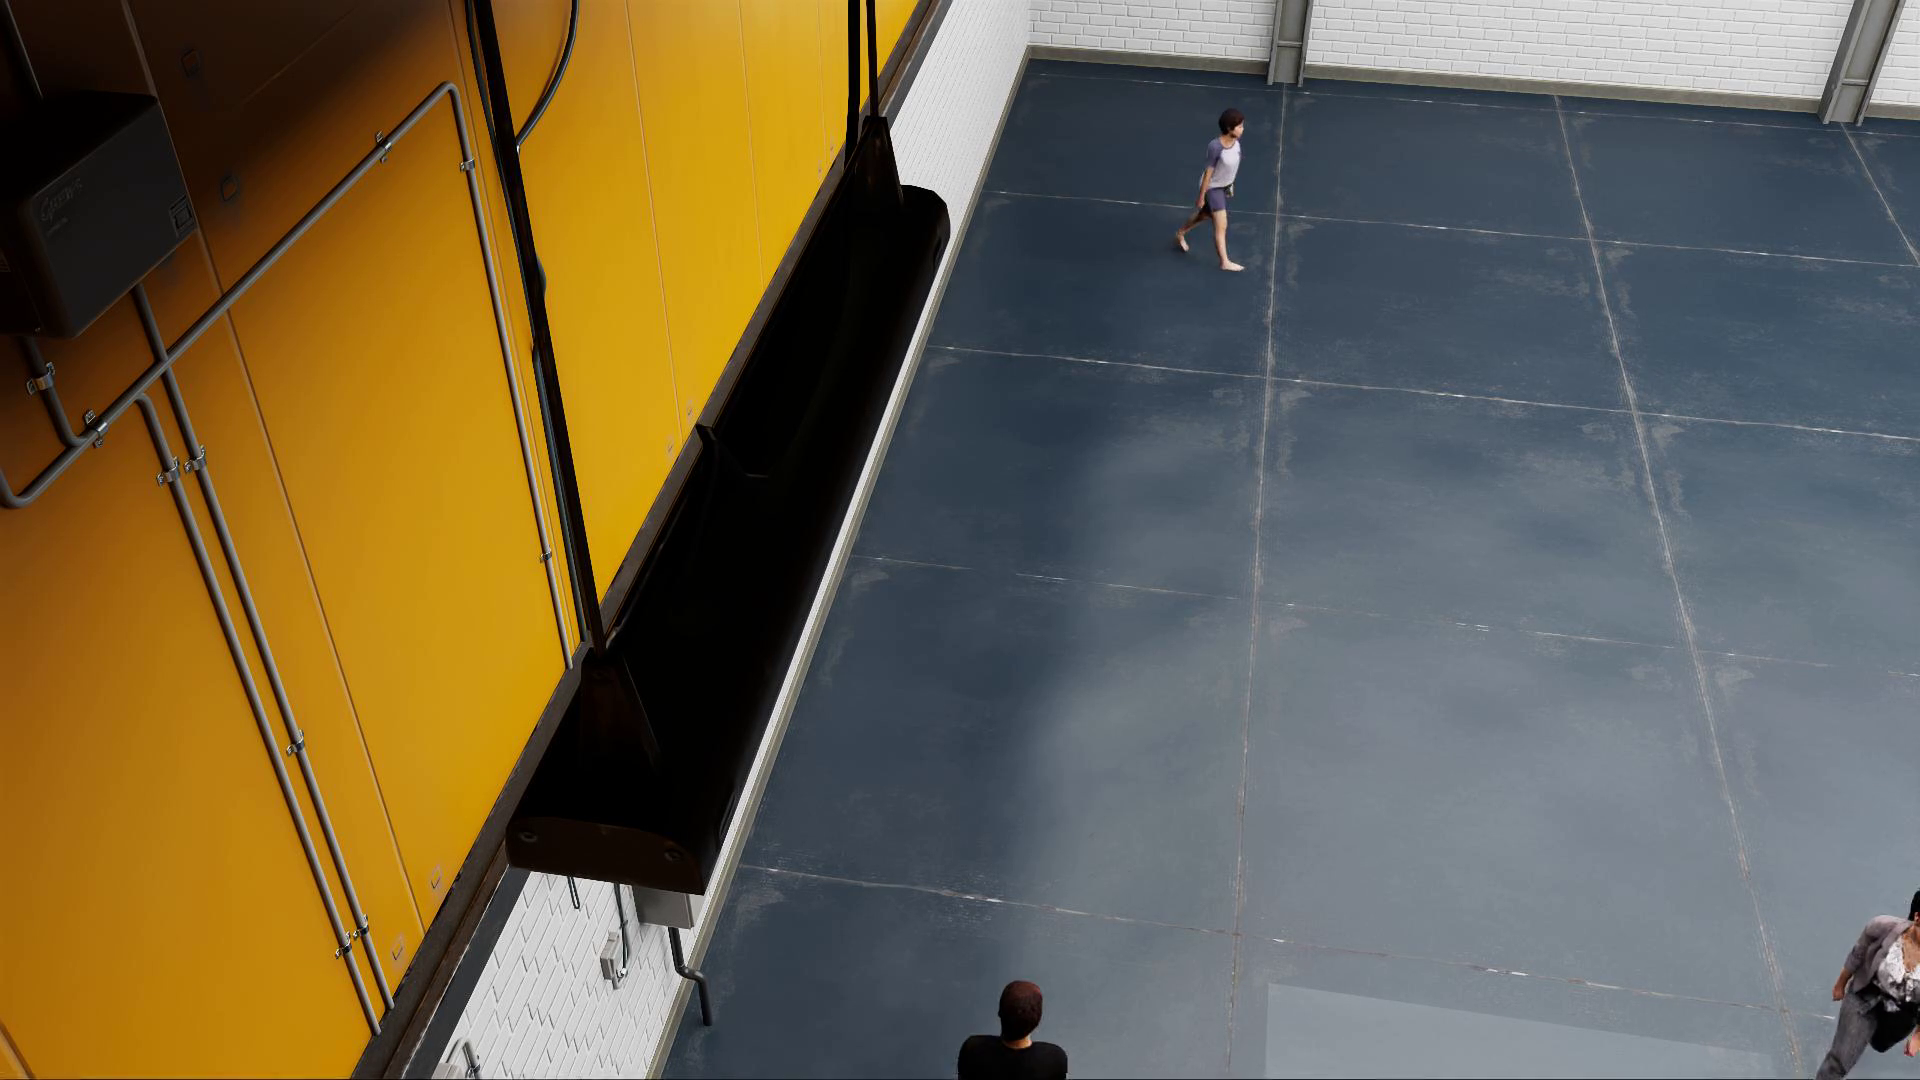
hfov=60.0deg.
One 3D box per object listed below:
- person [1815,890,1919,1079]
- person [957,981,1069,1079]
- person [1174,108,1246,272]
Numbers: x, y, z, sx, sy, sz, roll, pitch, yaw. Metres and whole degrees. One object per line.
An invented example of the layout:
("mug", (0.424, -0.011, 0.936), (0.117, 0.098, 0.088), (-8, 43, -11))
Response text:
("person", (4.614, 2.279, 8.268), (1.109, 1.641, 0.949), (23, 44, 26))
("person", (0.179, 2.760, 7.515), (0.778, 1.830, 0.760), (4, 39, 5))
("person", (2.275, -3.255, 15.293), (1.124, 1.521, 0.885), (26, 46, 29))
